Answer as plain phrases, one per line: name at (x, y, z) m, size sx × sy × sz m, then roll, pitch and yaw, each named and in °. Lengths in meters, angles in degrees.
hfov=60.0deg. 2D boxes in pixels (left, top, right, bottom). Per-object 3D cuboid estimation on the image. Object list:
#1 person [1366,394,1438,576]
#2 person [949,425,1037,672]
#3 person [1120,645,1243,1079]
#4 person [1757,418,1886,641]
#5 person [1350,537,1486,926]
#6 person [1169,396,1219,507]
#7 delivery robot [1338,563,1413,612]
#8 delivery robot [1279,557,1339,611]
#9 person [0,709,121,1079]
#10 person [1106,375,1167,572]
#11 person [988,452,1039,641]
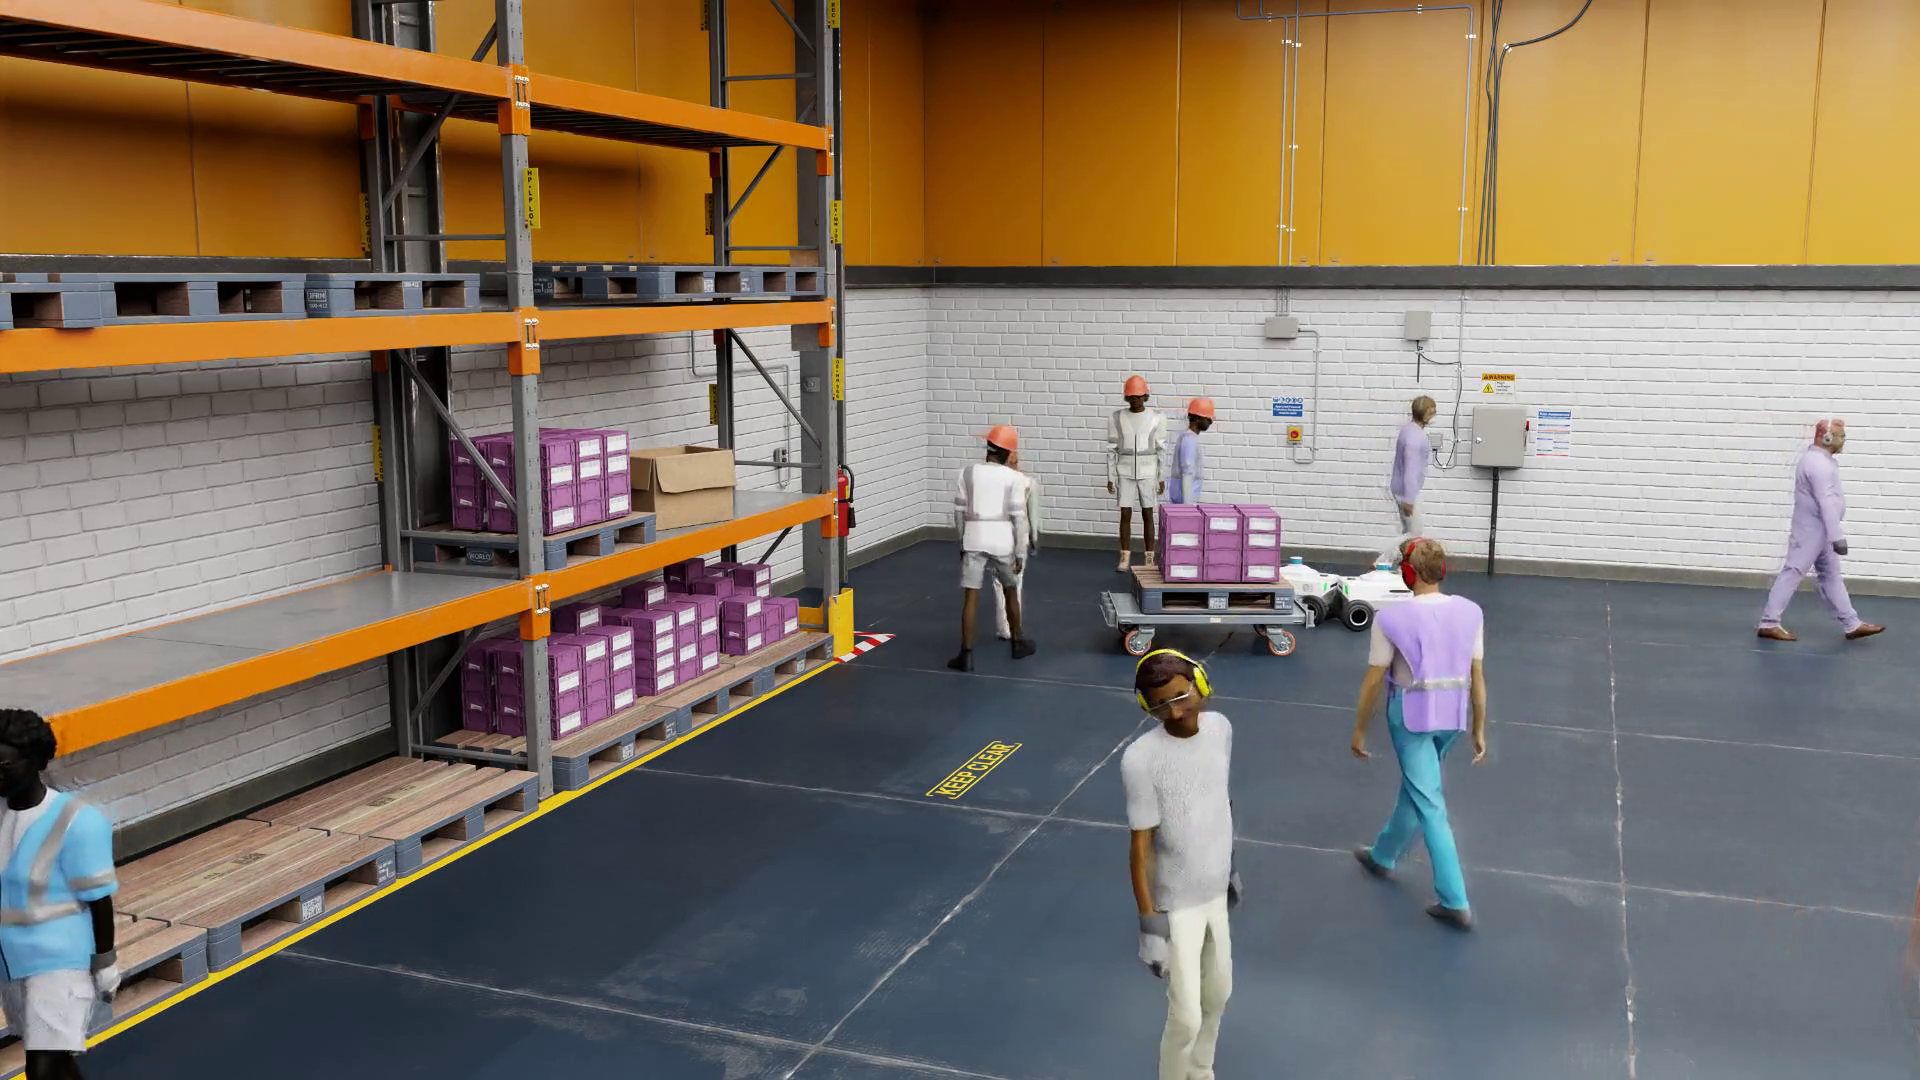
person at (4.233, -0.422, 15.791) m, size 0.526 × 1.905 × 0.666 m, roll 2°, pitch 9°, yaw 10°
person at (0.229, 0.055, 12.932) m, size 0.615 × 1.880 × 0.772 m, roll 1°, pitch 9°, yaw 6°
person at (0.817, 1.224, 5.752) m, size 0.716 × 1.815 × 0.313 m, roll -8°, pitch 12°, yaw -42°
person at (7.125, -0.064, 13.673) m, size 0.989 × 1.856 × 0.643 m, roll 4°, pitch 10°, yaw 25°
person at (2.198, 0.876, 7.993) m, size 0.580 × 1.786 × 0.999 m, roll -3°, pitch 10°, yaw -20°
person at (2.170, -0.396, 15.629) m, size 0.489 × 1.915 × 0.614 m, roll 1°, pitch 9°, yaw 8°
delivery robot at (3.629, 0.440, 14.313) m, size 0.707 × 0.478 × 0.477 m, roll 0°, pitch 9°, yaw 2°
delivery robot at (2.951, 0.391, 14.619) m, size 0.707 × 0.478 × 0.477 m, roll 6°, pitch 11°, yaw 33°
person at (-2.965, 1.356, 5.300) m, size 0.544 × 1.679 × 0.489 m, roll 3°, pitch 10°, yaw 20°
person at (1.788, -0.663, 16.939) m, size 0.611 × 2.030 × 0.409 m, roll 2°, pitch 9°, yaw 10°
person at (0.370, 0.009, 13.945) m, size 0.538 × 1.616 × 0.626 m, roll -2°, pitch 9°, yaw -10°
